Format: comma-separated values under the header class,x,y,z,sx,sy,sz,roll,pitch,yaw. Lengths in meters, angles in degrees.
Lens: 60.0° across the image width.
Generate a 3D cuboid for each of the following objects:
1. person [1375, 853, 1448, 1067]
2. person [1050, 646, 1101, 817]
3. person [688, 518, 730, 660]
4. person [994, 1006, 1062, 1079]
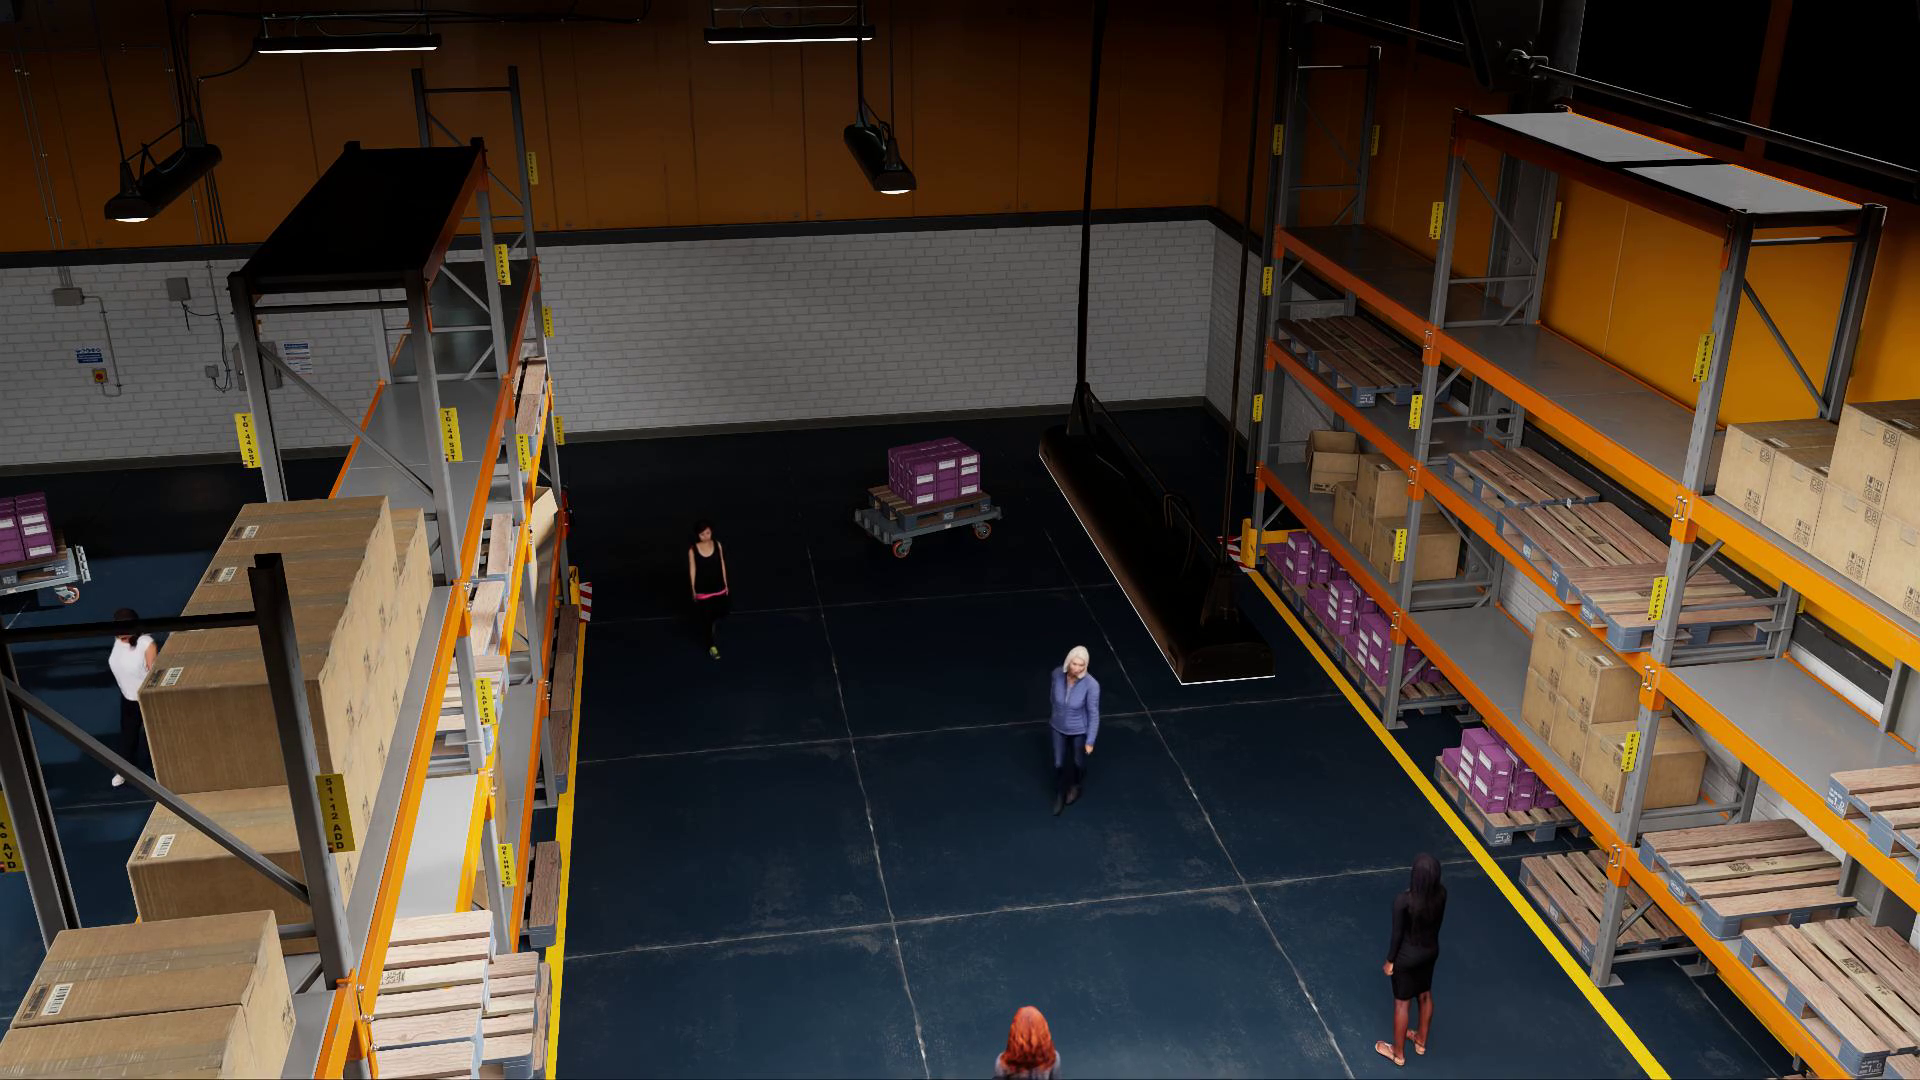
class,x,y,z,sx,sy,sz,roll,pitch,yaw
person,3.219,2.950,11.795,0.664,1.719,0.610,-11,26,-24
person,0.999,1.631,14.847,0.860,1.692,0.923,14,27,28
person,-2.678,0.471,17.692,0.726,1.539,0.903,-13,27,-28
person,0.405,3.608,10.216,0.577,1.779,0.498,-6,24,-13
